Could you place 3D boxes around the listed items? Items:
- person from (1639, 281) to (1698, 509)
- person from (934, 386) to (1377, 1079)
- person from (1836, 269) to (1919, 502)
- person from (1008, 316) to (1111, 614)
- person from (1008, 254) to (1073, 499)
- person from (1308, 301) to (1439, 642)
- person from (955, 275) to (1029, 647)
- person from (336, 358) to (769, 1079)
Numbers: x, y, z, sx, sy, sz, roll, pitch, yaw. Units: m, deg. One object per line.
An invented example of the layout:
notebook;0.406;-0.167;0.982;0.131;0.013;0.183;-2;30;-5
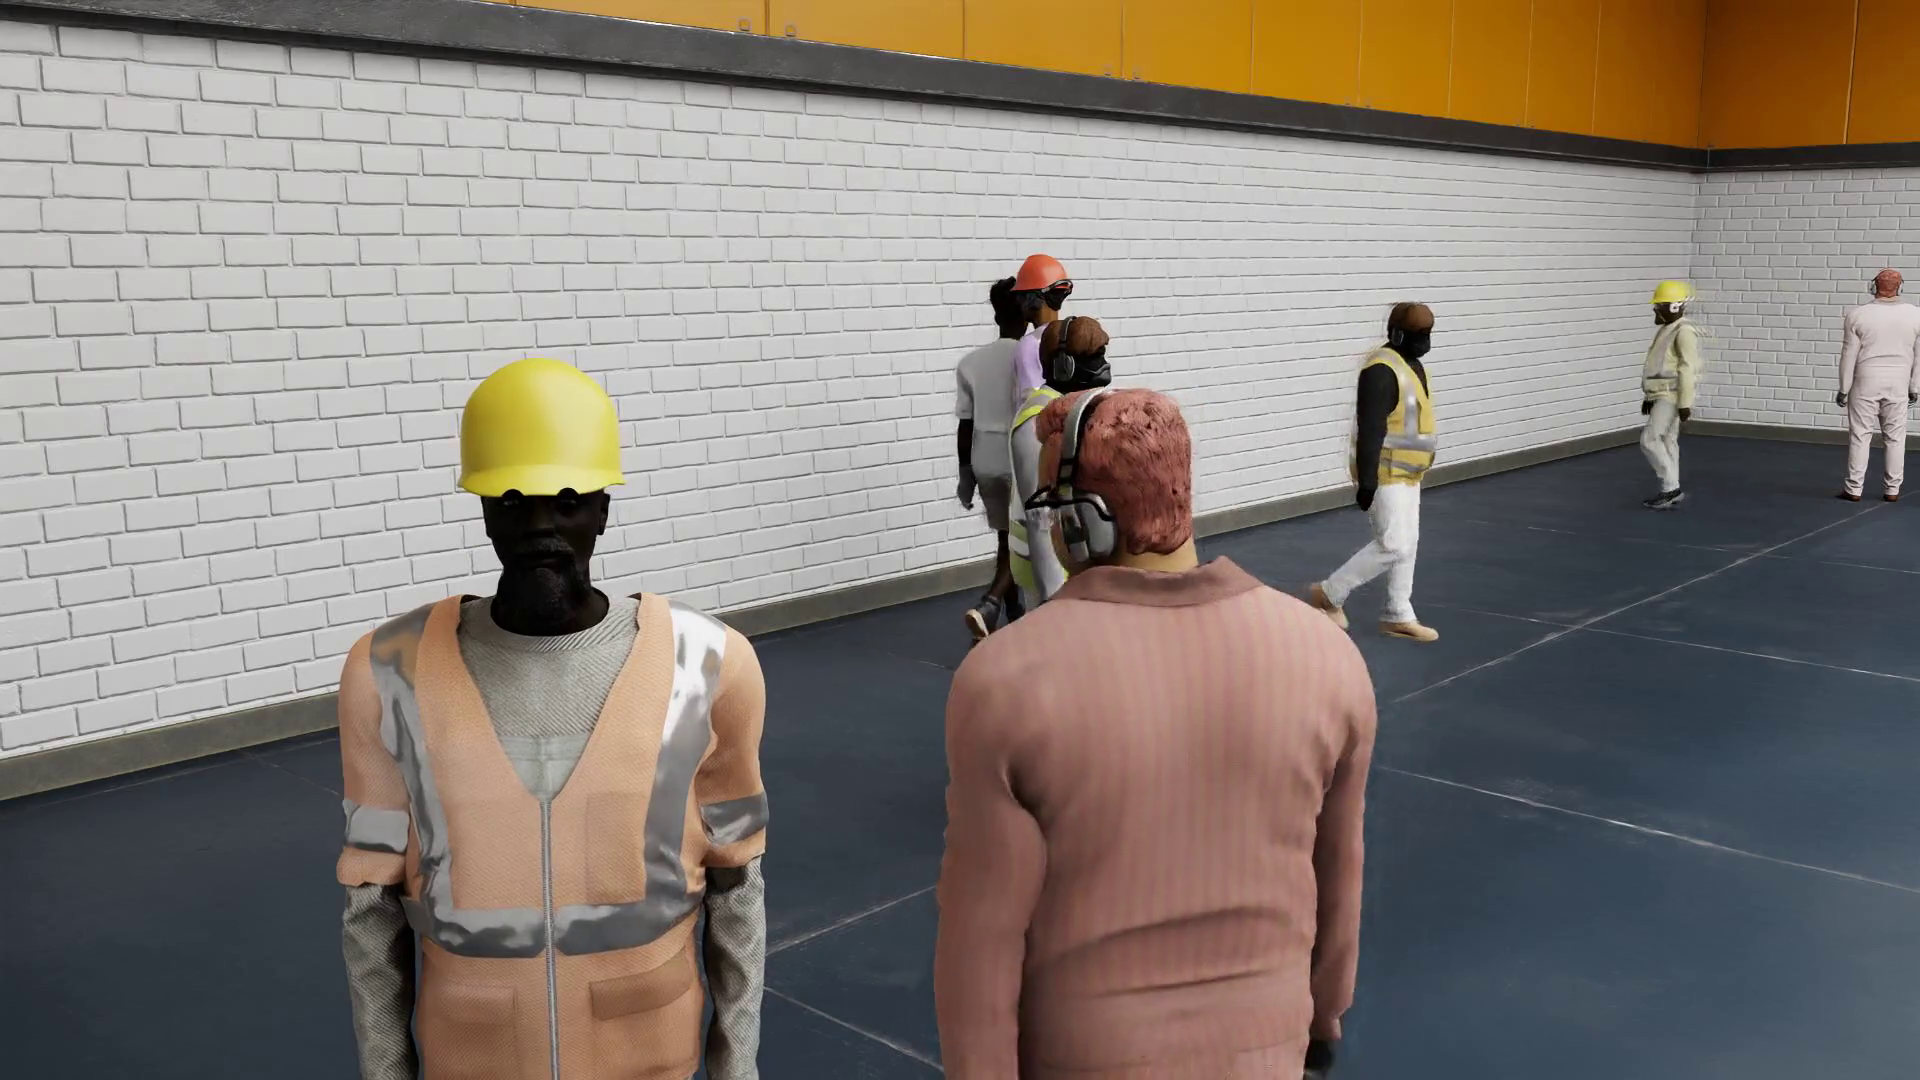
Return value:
person;5.609;-1.139;13.219;0.429;1.815;0.590;2;10;12
person;0.285;0.726;2.388;0.702;1.885;0.490;-2;10;-13
person;7.517;-1.257;13.621;0.639;1.908;0.409;2;10;11
person;0.394;0.140;5.853;0.429;1.844;0.622;3;10;16
person;0.411;-0.400;8.351;0.391;2.040;0.615;6;11;29
person;2.207;-0.345;8.716;0.577;1.814;0.733;6;12;30
person;0.225;-0.370;8.477;0.600;1.943;0.840;7;12;34
person;-0.557;0.711;2.346;0.588;1.930;0.364;-2;10;-10
